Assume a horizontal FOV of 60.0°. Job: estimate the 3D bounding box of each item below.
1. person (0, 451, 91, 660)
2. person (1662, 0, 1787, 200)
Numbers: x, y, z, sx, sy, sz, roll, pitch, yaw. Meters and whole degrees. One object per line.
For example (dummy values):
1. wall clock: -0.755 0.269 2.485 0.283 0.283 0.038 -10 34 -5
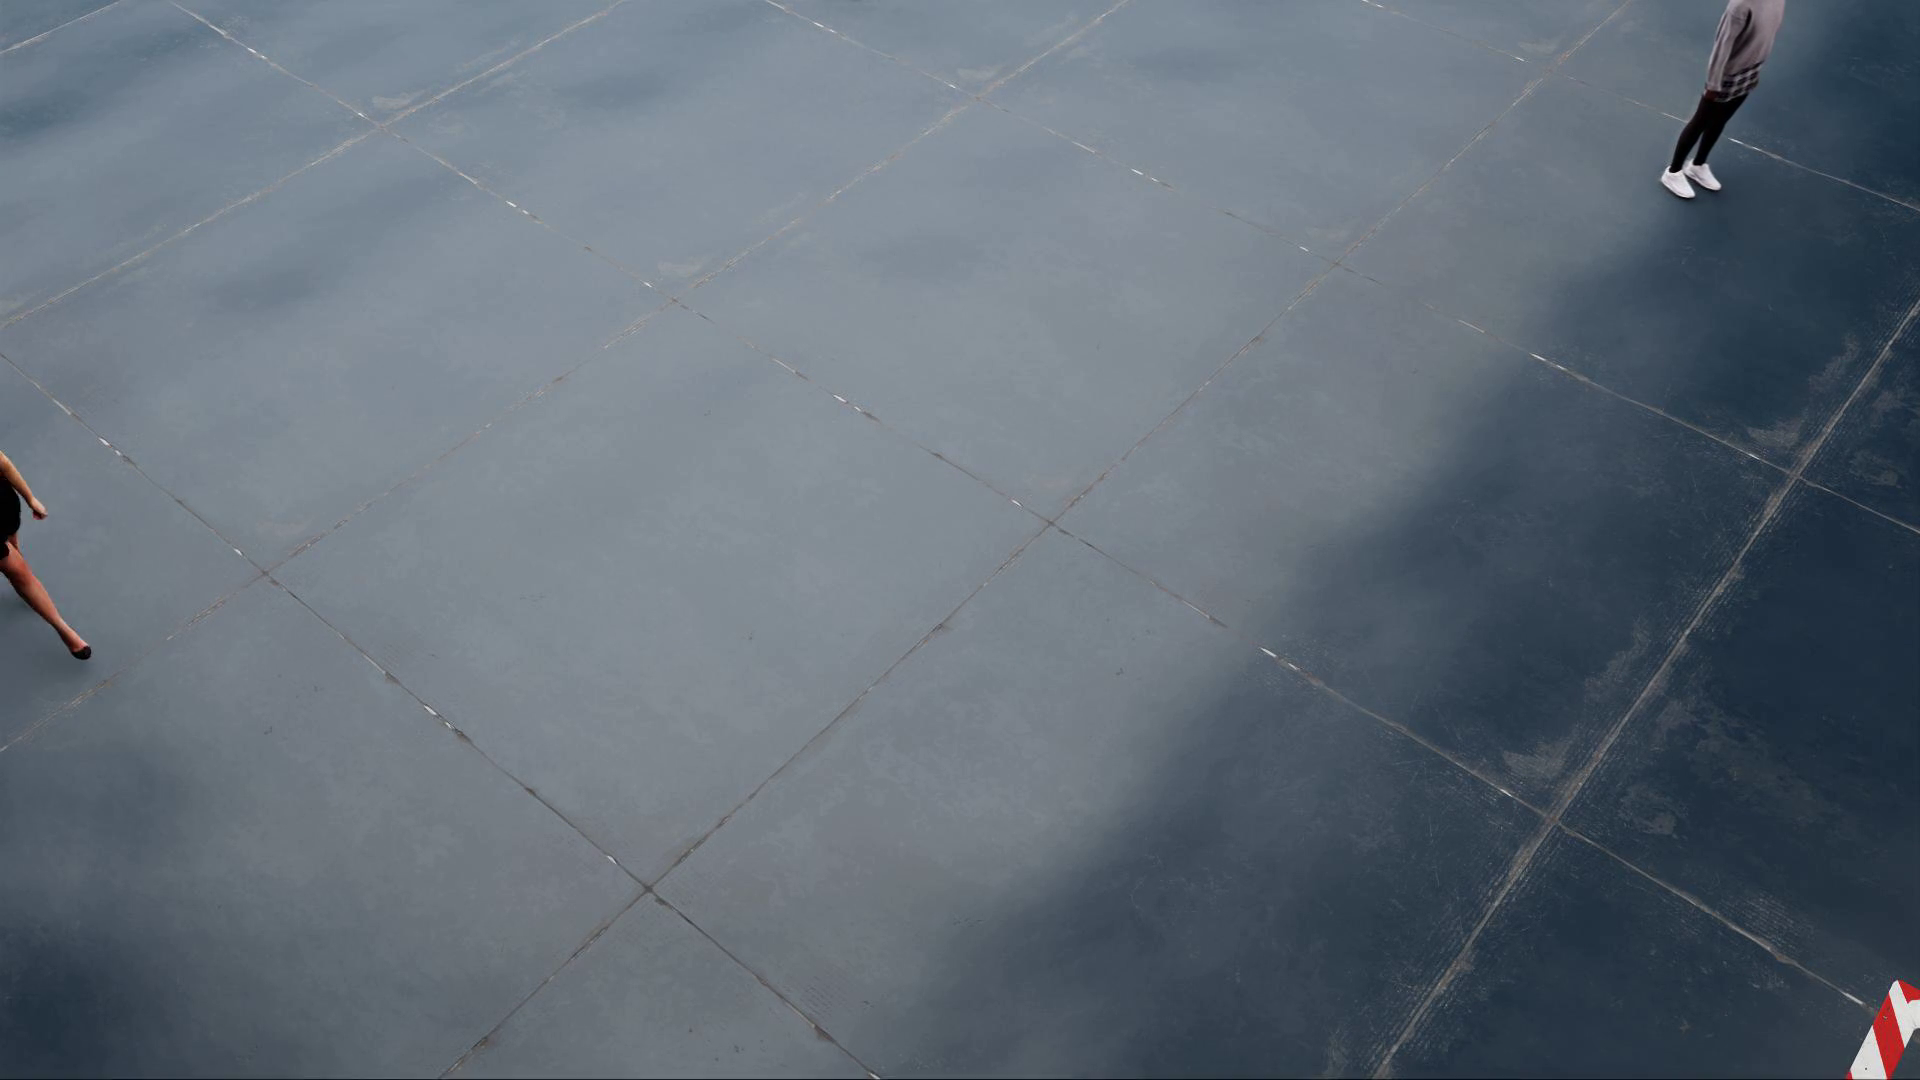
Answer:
1. person: -4.780 -0.159 8.119 1.008 1.605 0.570 33 55 26
2. person: 4.945 -3.026 10.656 0.672 1.770 0.645 -24 52 -20
